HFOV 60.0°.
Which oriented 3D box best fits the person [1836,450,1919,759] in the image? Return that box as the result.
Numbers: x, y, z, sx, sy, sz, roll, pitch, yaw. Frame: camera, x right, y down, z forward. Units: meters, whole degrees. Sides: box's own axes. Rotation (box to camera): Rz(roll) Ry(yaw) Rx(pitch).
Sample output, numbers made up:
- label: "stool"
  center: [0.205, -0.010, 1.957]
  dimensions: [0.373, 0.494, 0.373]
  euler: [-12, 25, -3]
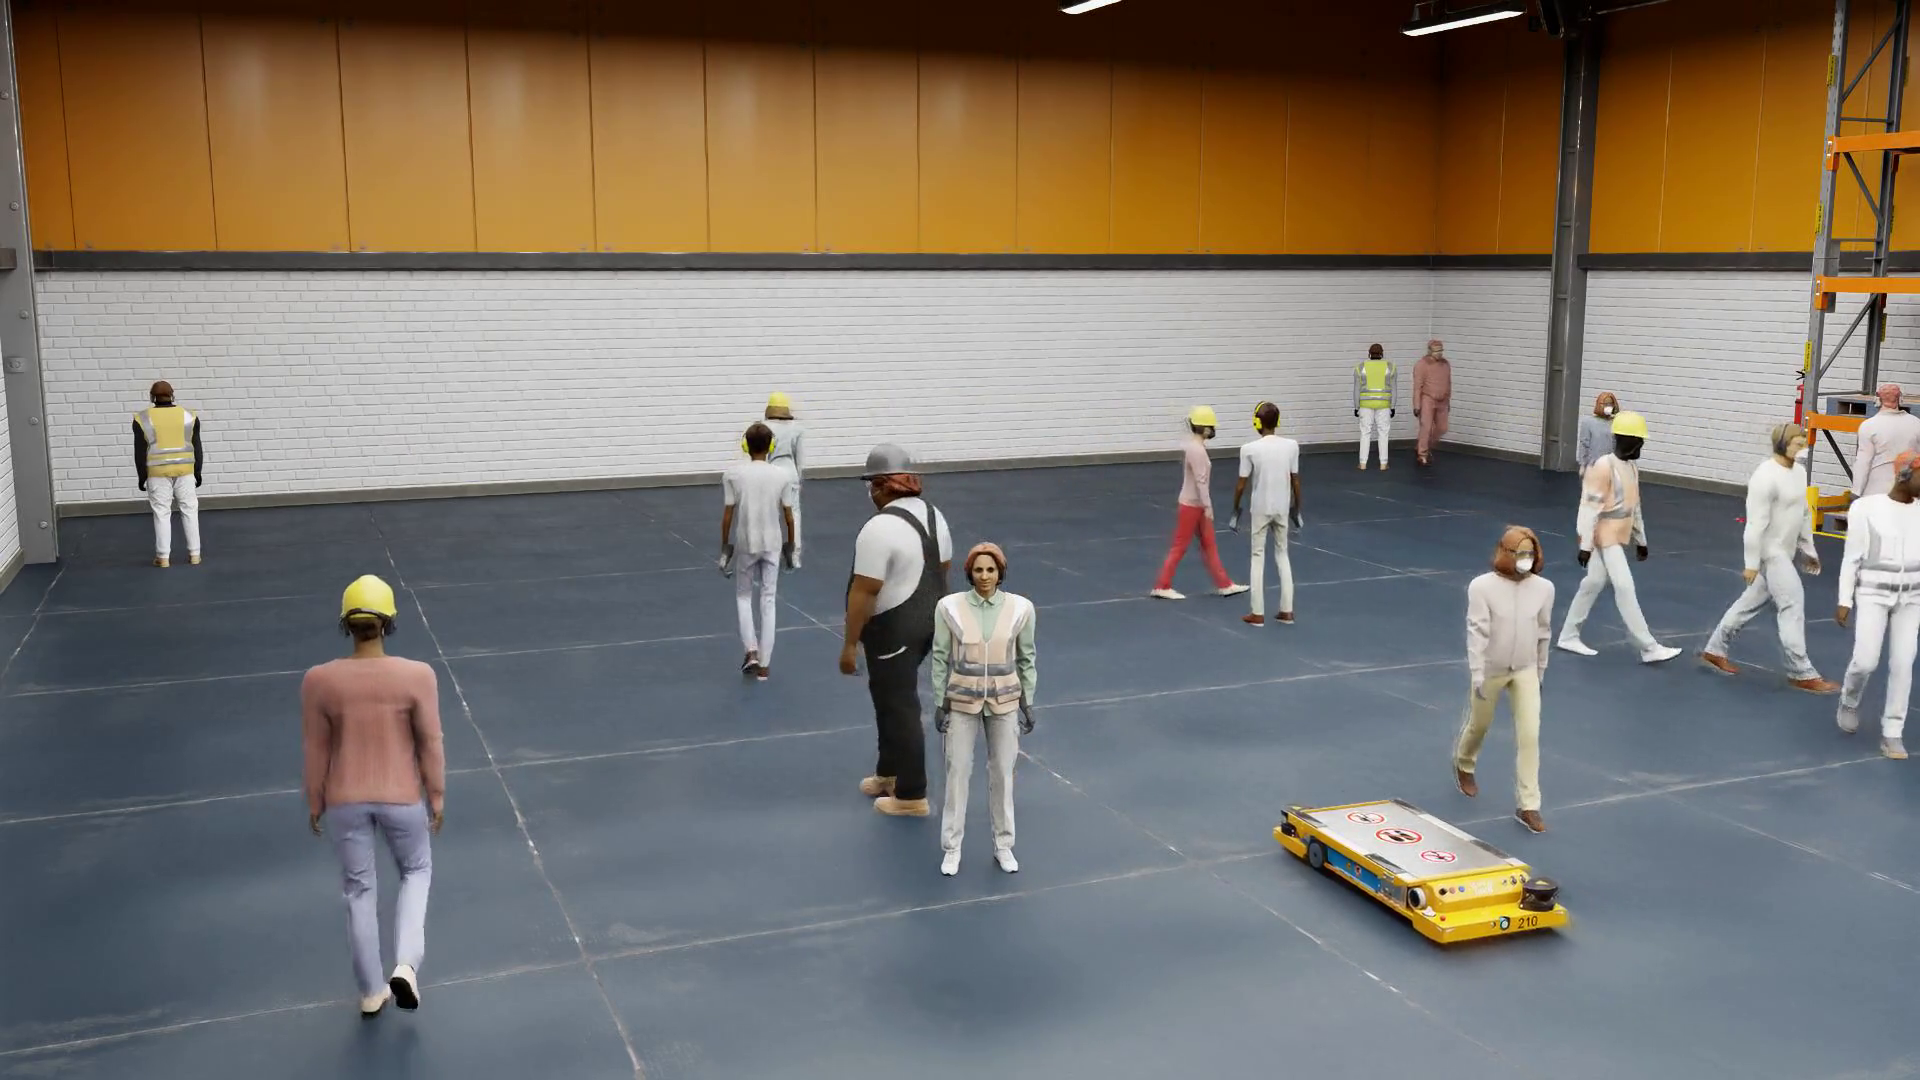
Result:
- label: "person"
  center: [5.654, 0.377, 10.115]
  dimensions: [0.614, 1.852, 0.564]
  euler: [1, 9, 6]

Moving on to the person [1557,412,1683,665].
- label: "person"
  center: [4.956, -0.012, 12.399]
  dimensions: [0.979, 1.872, 0.608]
  euler: [8, 12, 39]

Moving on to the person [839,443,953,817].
- label: "person"
  center: [-0.399, 0.465, 9.027]
  dimensions: [0.689, 2.000, 0.811]
  euler: [5, 11, 28]

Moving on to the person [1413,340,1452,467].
- label: "person"
  center: [6.982, -2.028, 24.632]
  dimensions: [0.681, 1.878, 0.486]
  euler: [-4, 10, -24]

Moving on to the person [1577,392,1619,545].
- label: "person"
  center: [6.809, -0.757, 17.654]
  dimensions: [0.498, 1.634, 0.284]
  euler: [0, 9, -1]

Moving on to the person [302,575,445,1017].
- label: "person"
  center: [-2.296, 1.020, 6.532]
  dimensions: [0.539, 1.755, 0.464]
  euler: [-2, 10, -10]

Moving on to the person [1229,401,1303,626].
- label: "person"
  center: [2.527, -0.210, 13.683]
  dimensions: [0.569, 1.856, 0.383]
  euler: [-2, 10, -10]

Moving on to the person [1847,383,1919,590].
- label: "person"
  center: [8.375, -0.469, 15.111]
  dimensions: [0.636, 1.902, 0.406]
  euler: [-1, 9, -8]

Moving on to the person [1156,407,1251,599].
- label: "person"
  center: [2.144, -0.313, 14.707]
  dimensions: [0.847, 1.719, 0.538]
  euler: [2, 9, 9]

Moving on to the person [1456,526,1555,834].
- label: "person"
  center: [2.935, 0.693, 8.989]
  dimensions: [0.496, 1.592, 0.849]
  euler: [-1, 9, -3]

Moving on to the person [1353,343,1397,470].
- label: "person"
  center: [6.033, -1.938, 24.195]
  dimensions: [0.626, 1.842, 0.429]
  euler: [2, 10, 12]

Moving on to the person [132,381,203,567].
- label: "person"
  center: [-7.798, -0.651, 16.405]
  dimensions: [0.624, 1.840, 0.429]
  euler: [-7, 12, -36]

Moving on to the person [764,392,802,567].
- label: "person"
  center: [-1.811, -0.606, 16.500]
  dimensions: [0.508, 1.711, 0.769]
  euler: [-6, 11, -32]

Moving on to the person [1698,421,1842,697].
- label: "person"
  center: [5.715, 0.098, 11.711]
  dimensions: [1.014, 1.894, 0.638]
  euler: [9, 13, 44]

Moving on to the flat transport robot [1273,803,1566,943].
- label: "flat transport robot"
  center: [2.145, 1.528, 7.932]
  dimensions: [0.652, 0.197, 1.431]
  euler: [-3, 10, -19]

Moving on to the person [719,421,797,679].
- label: "person"
  center: [-1.452, 0.072, 11.961]
  dimensions: [0.563, 1.853, 0.451]
  euler: [-1, 9, -7]

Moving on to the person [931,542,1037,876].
- label: "person"
  center: [0.117, 0.816, 8.103]
  dimensions: [0.515, 1.642, 0.314]
  euler: [-1, 9, -4]
